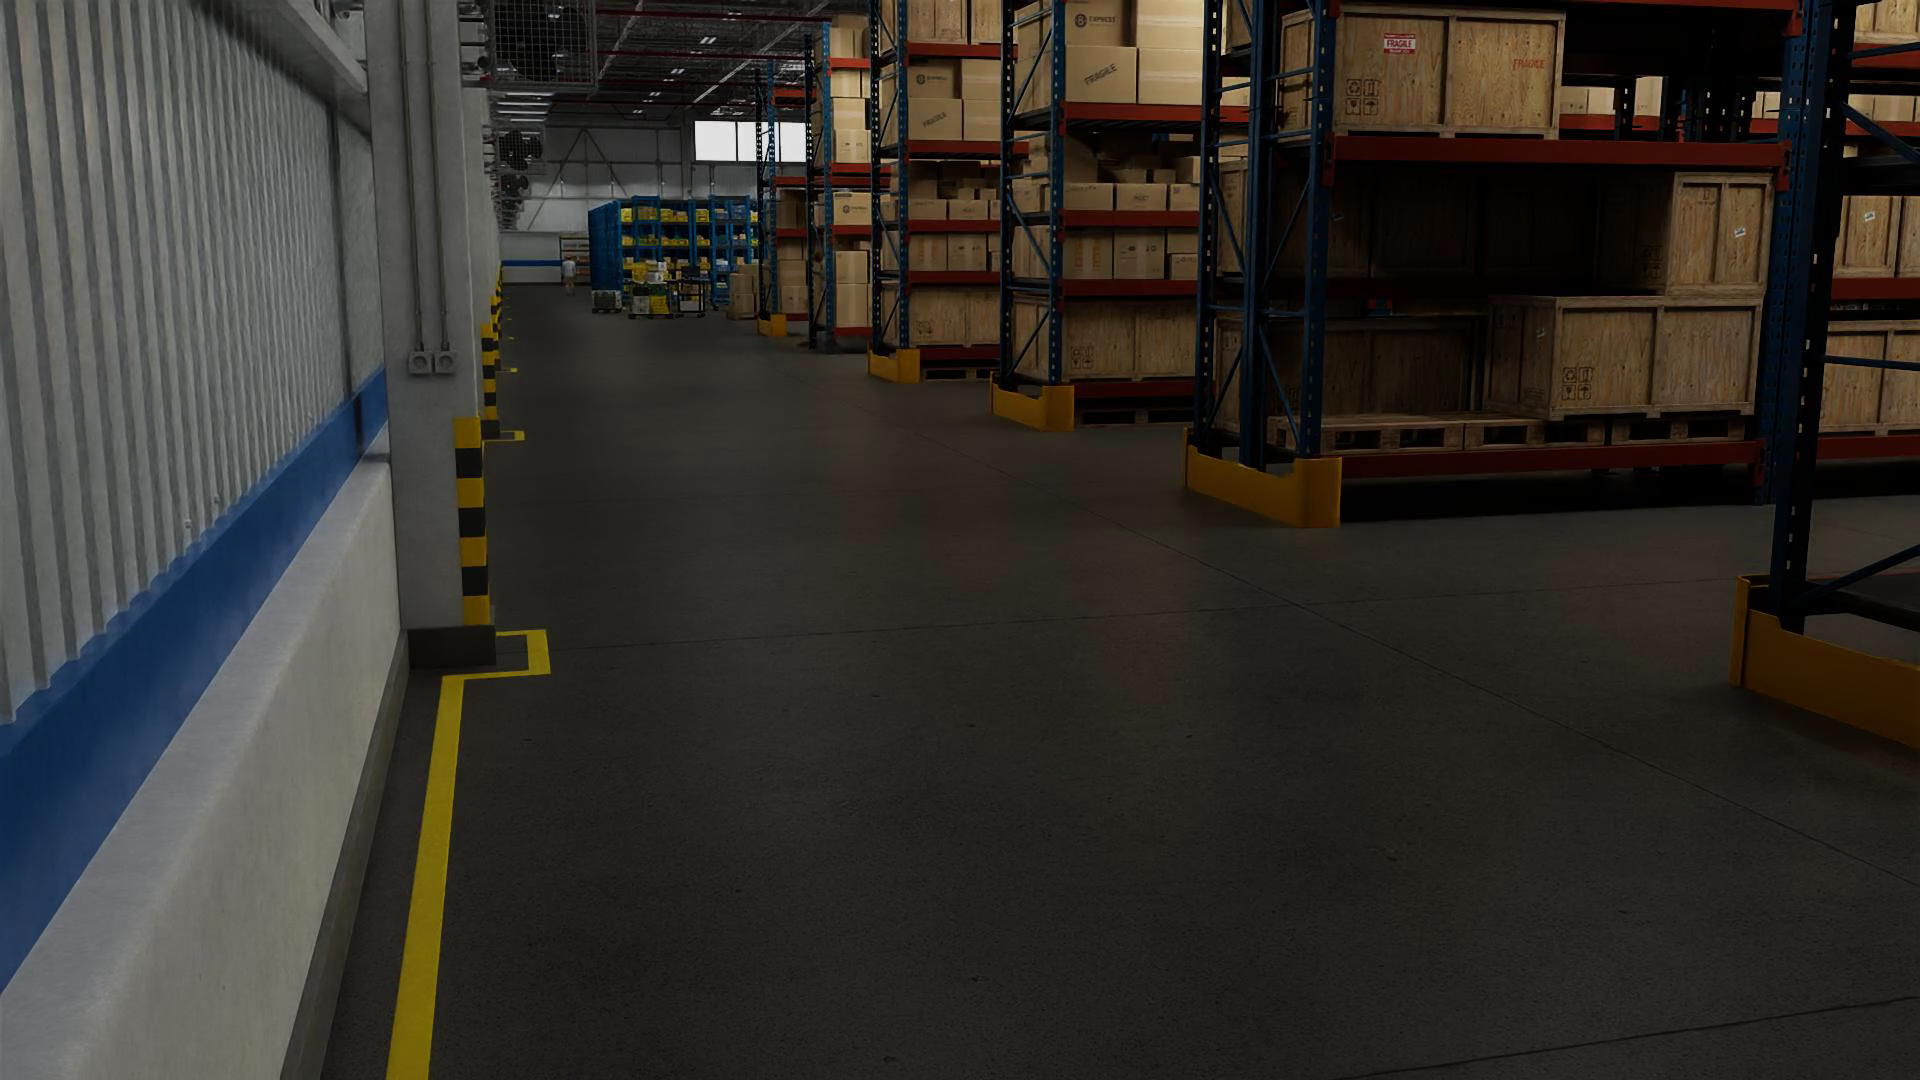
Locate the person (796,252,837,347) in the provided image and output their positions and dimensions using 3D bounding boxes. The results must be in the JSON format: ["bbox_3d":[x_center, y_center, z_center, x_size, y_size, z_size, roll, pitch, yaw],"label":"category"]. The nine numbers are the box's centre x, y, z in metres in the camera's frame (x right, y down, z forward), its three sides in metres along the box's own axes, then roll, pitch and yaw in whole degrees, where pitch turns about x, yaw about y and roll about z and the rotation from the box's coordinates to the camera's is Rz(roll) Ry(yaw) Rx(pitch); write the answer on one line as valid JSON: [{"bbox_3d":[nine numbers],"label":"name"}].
[{"bbox_3d":[-2.891,-4.867,33.672,0.857,1.912,0.634,-3,10,-14],"label":"person"}]

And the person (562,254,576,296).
[{"bbox_3d":[-16.068,-10.906,68.431,0.578,1.704,0.877,-1,10,-6],"label":"person"}]
